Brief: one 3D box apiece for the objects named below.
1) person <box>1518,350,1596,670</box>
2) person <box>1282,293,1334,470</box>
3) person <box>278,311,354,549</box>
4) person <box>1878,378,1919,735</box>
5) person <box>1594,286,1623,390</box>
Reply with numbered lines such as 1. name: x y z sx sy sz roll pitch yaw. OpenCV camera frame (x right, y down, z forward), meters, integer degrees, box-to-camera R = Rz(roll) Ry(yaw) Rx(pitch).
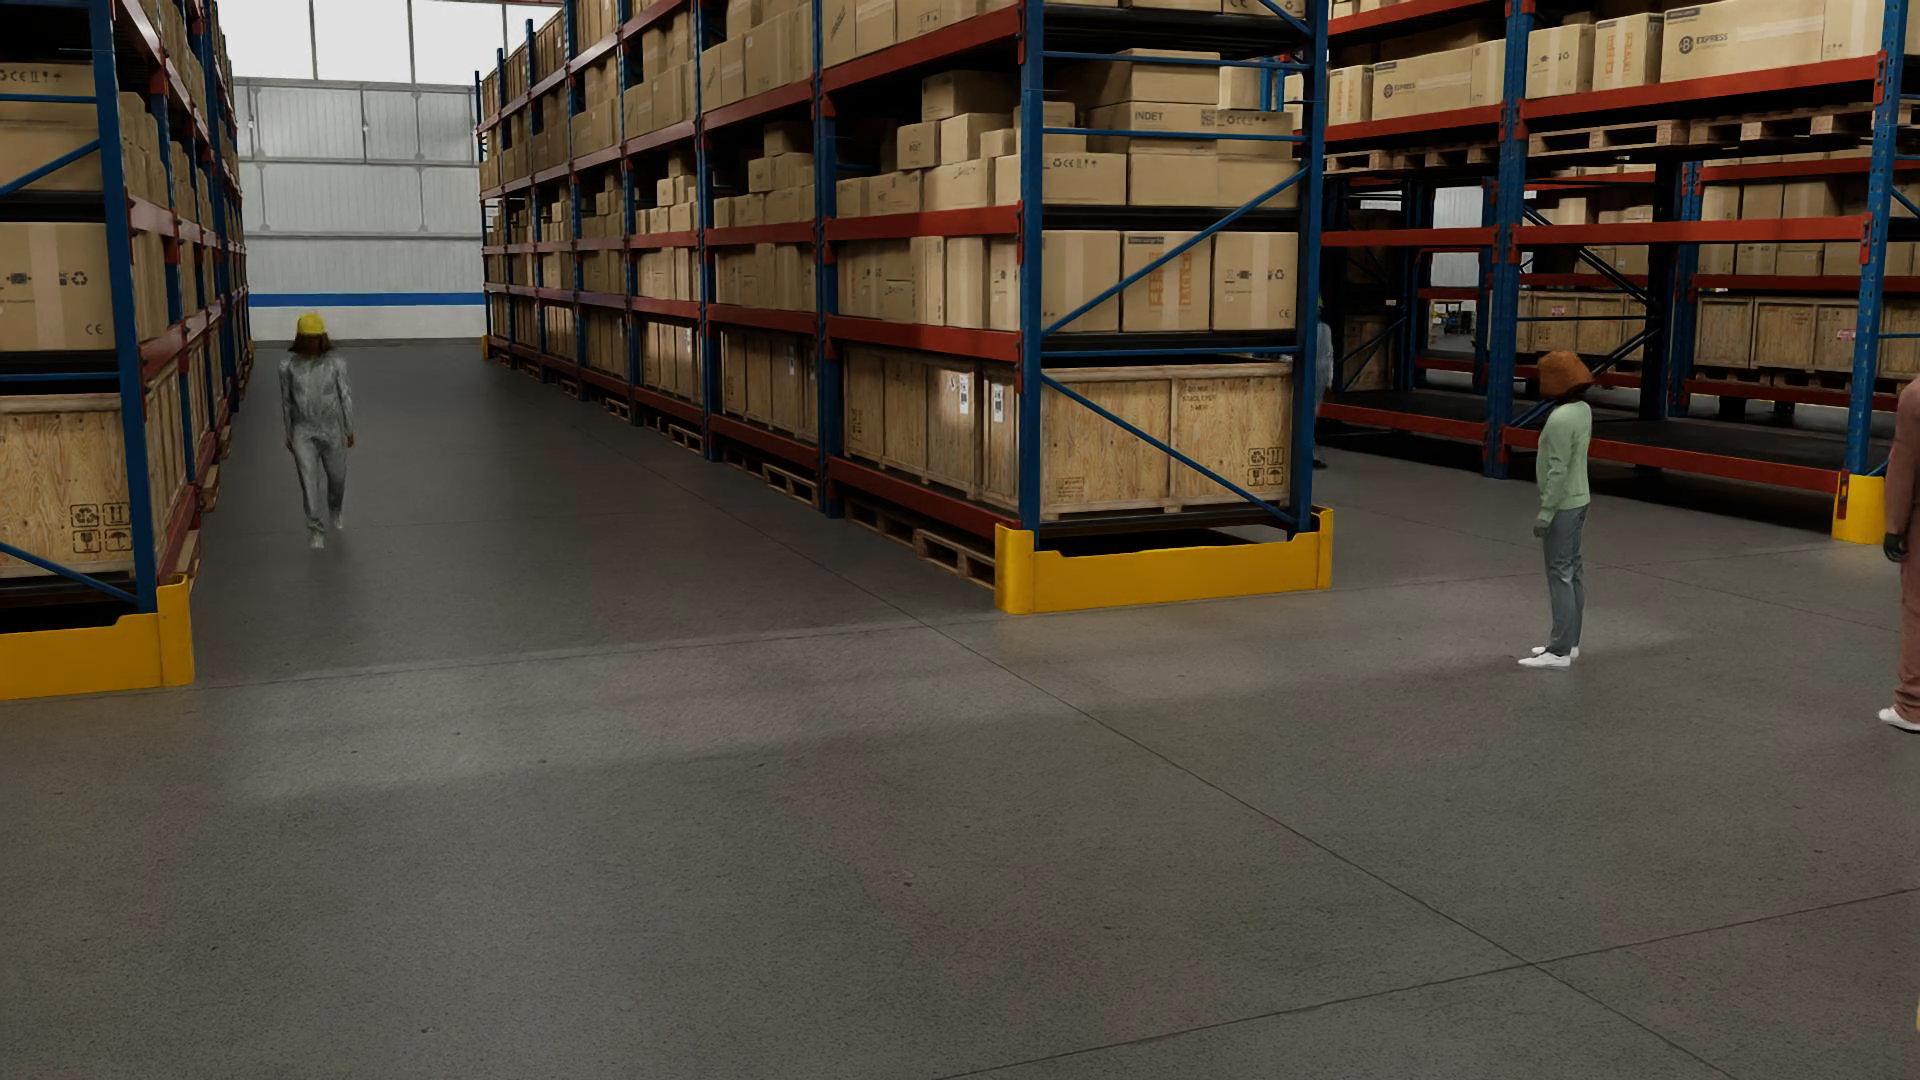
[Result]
1. person: 3.065 -0.153 8.506 0.282 1.633 0.499 6 11 34
2. person: 3.500 -1.636 16.882 0.599 1.808 0.812 -5 10 -25
3. person: -4.734 -0.826 12.267 0.493 1.723 0.656 -4 10 -21
4. person: 4.386 -0.082 7.308 0.646 1.898 0.397 1 10 7
5. person: 10.604 -3.317 27.084 0.541 1.750 0.370 -3 10 -19
